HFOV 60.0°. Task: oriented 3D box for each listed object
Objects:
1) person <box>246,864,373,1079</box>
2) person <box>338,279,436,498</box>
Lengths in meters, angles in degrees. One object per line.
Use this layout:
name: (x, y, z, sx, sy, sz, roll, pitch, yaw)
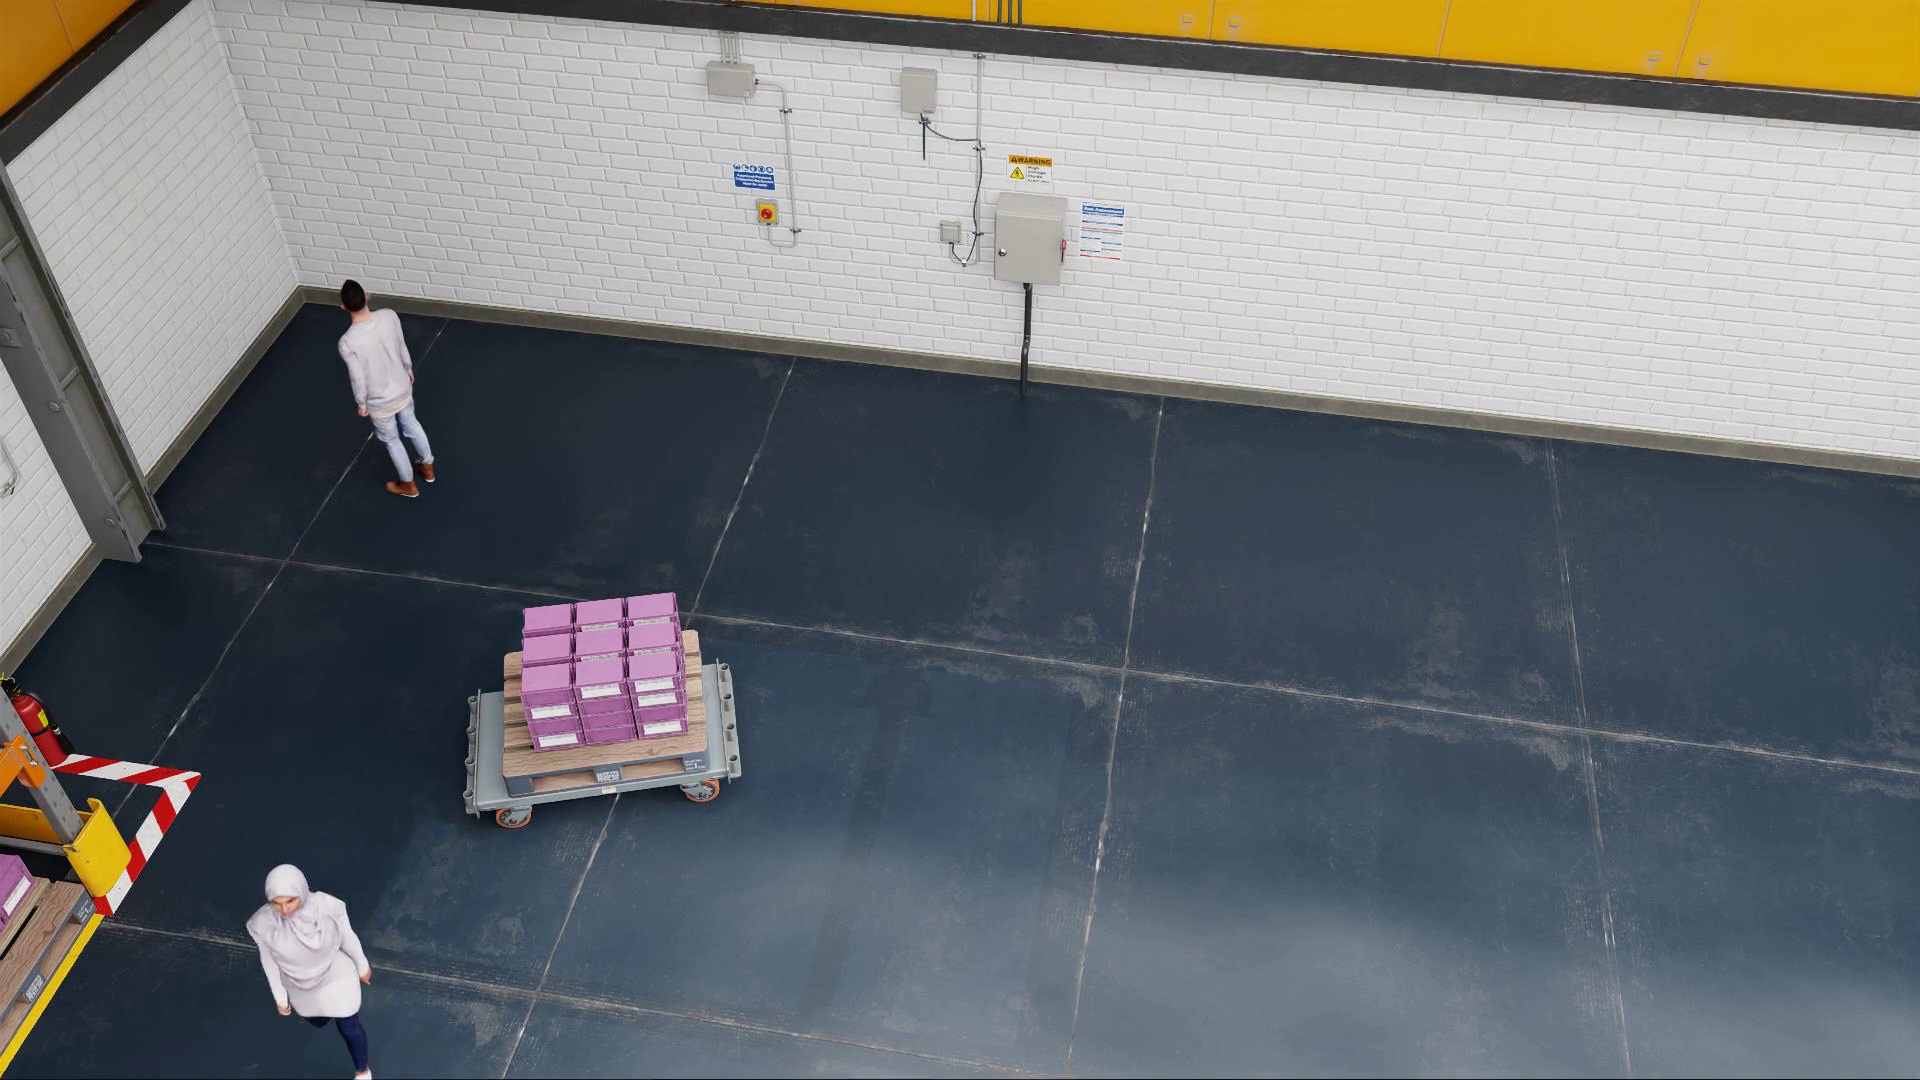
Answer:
person: (-3.259, 2.163, 8.474, 0.870, 1.759, 1.091, -9, 44, -10)
person: (-4.079, -1.076, 11.816, 0.817, 1.840, 0.662, 24, 49, 23)
